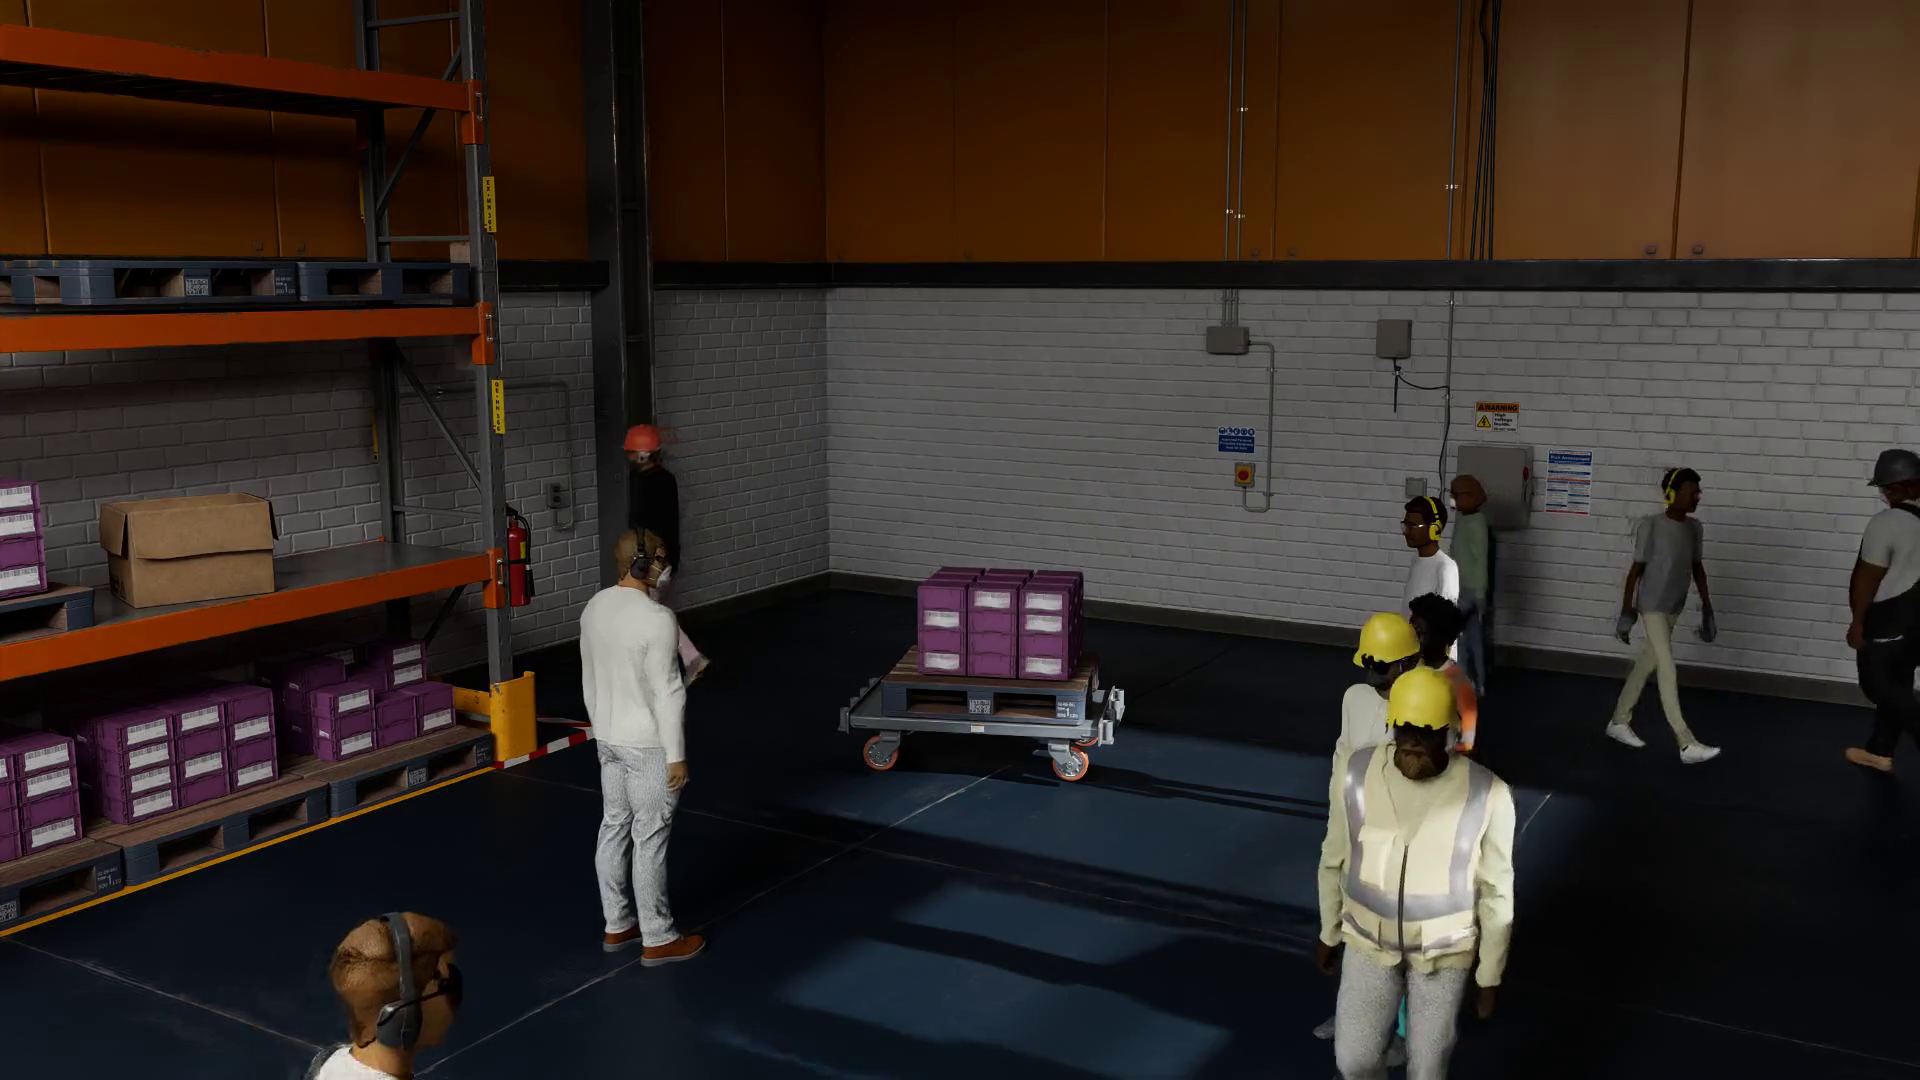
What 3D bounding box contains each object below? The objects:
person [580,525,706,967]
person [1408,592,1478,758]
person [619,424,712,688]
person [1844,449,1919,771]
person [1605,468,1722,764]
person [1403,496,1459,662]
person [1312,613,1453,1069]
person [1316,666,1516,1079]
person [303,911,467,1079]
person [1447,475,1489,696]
[{"bbox_3d":[-1.418,0.899,7.339,0.629,1.937,0.379,9,13,44],"label":"person"},{"bbox_3d":[2.059,1.048,7.164,0.550,1.683,0.545,-2,9,-9],"label":"person"},{"bbox_3d":[-2.124,0.168,11.736,0.522,1.981,0.633,2,9,12],"label":"person"},{"bbox_3d":[5.677,0.437,9.894,0.694,2.000,0.773,-4,10,-23],"label":"person"},{"bbox_3d":[4.440,0.463,10.388,0.557,1.828,0.950,-5,10,-27],"label":"person"},{"bbox_3d":[2.496,0.684,8.934,0.318,1.862,0.518,0,9,-2],"label":"person"},{"bbox_3d":[1.630,1.139,6.398,0.328,1.759,0.524,-7,12,-38],"label":"person"},{"bbox_3d":[1.434,1.283,5.294,0.622,1.817,0.433,4,10,23],"label":"person"},{"bbox_3d":[-1.032,1.598,3.327,0.751,1.820,0.534,-9,12,-43],"label":"person"},{"bbox_3d":[3.570,0.343,11.819,0.466,1.620,0.519,1,9,6],"label":"person"}]
